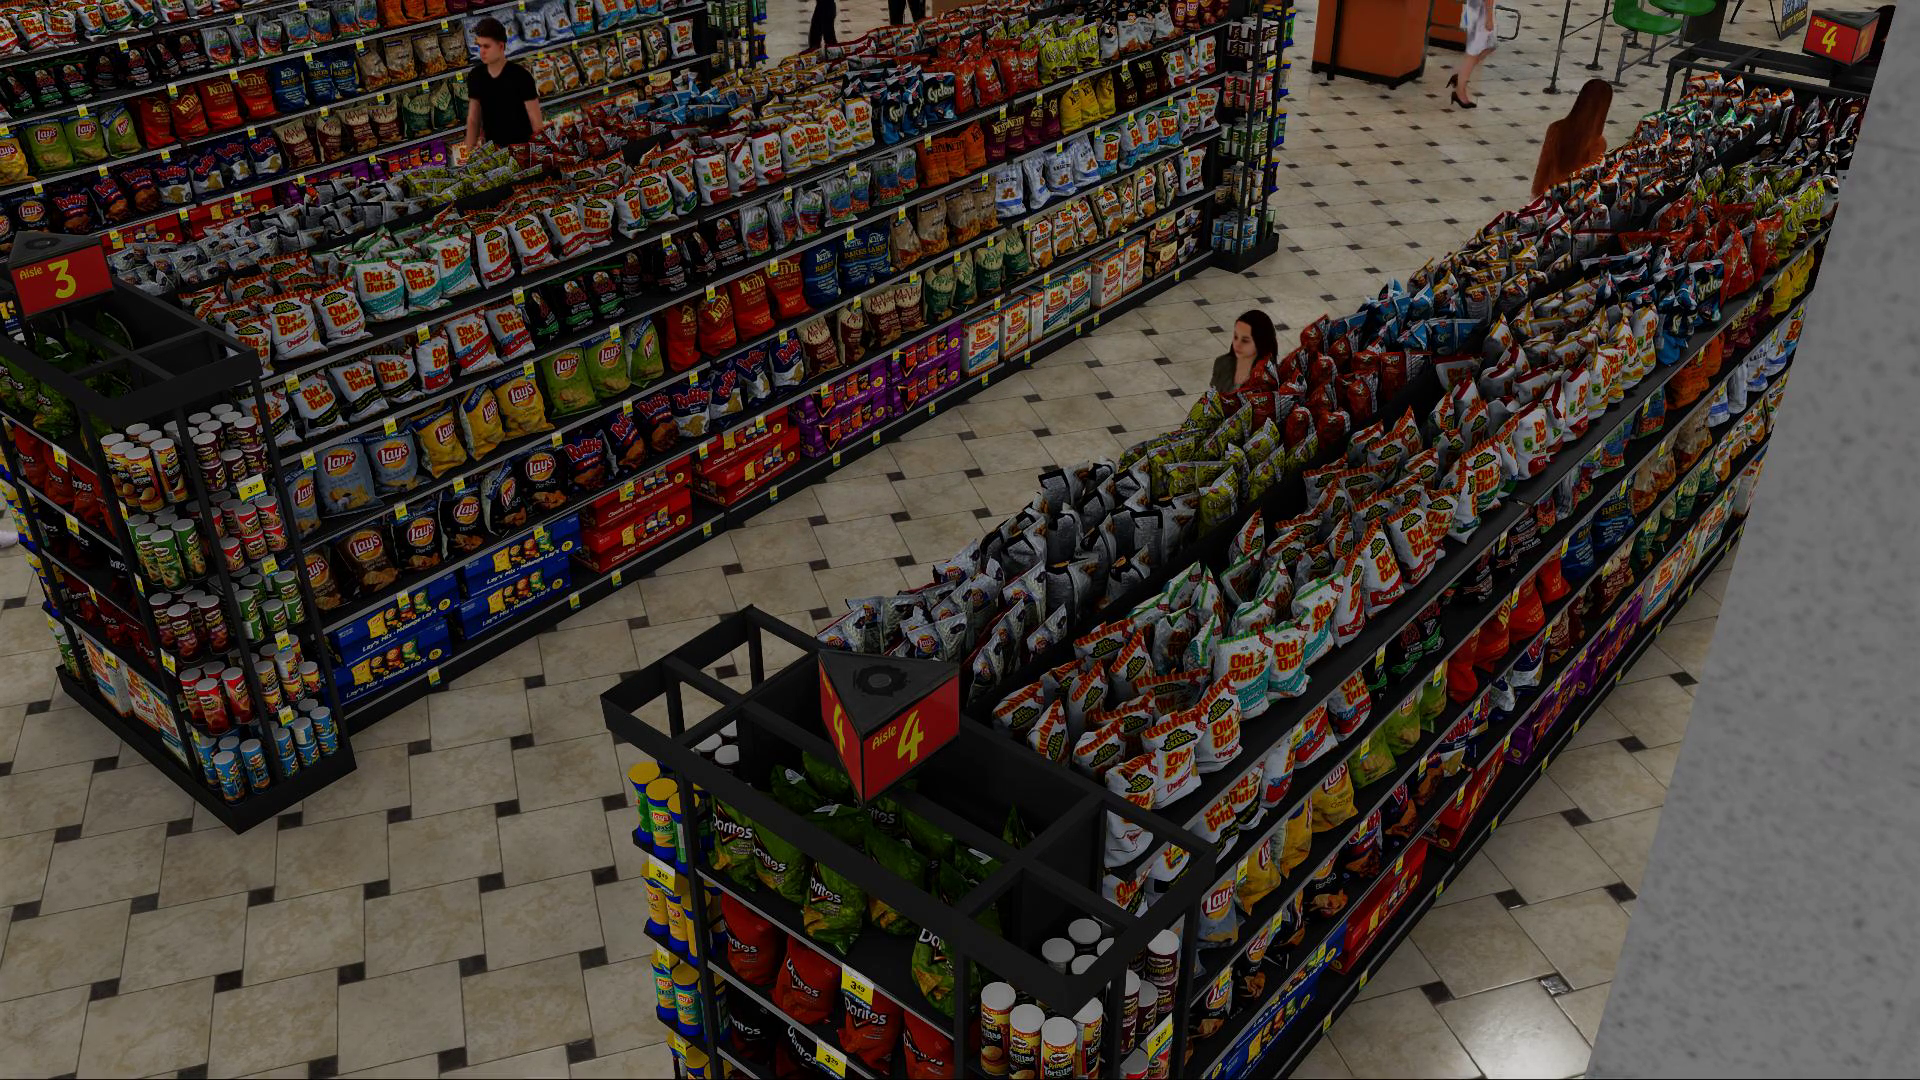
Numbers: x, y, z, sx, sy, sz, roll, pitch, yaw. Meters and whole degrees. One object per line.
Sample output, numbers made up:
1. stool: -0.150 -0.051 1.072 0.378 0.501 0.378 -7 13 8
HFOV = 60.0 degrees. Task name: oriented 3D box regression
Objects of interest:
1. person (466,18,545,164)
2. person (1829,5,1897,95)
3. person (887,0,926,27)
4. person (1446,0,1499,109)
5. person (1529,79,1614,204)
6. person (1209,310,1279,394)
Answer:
1. person: -2.923 -2.574 11.137 0.866 1.841 1.019 13 34 20
2. person: 6.097 -2.722 11.377 0.746 1.839 0.802 -14 35 -21
3. person: -0.442 -5.101 15.312 0.773 1.720 1.181 13 34 21
4. person: 4.494 -4.591 14.591 0.769 1.616 0.682 7 33 11
5. person: 3.681 -1.992 10.334 0.709 1.700 0.714 -18 36 -27
6. person: 1.400 -0.438 8.062 0.631 1.461 0.850 28 41 37
